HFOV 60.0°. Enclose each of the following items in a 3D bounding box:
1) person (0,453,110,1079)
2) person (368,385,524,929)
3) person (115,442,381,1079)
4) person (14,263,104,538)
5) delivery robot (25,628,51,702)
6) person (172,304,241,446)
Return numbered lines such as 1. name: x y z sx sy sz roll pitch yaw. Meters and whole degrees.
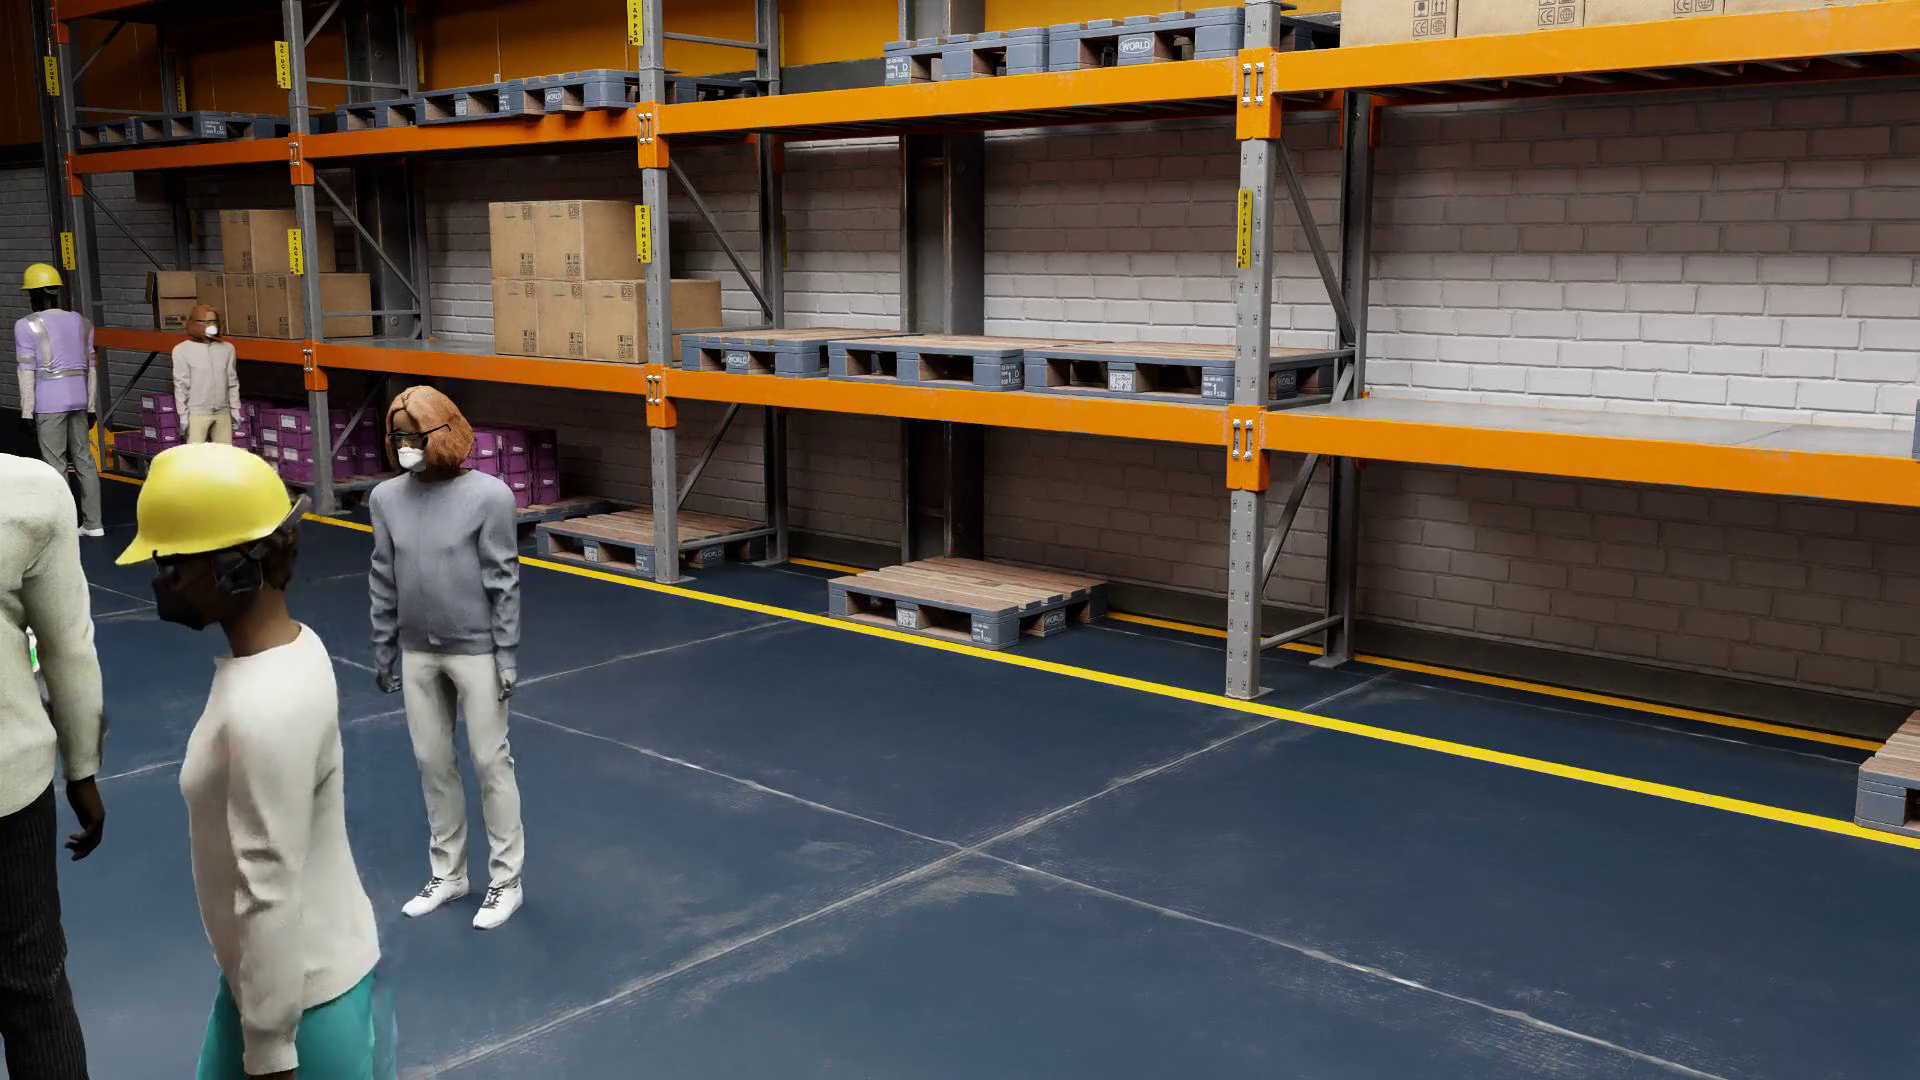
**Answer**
1. person: -1.975 0.477 3.192 0.621 1.994 0.381 -8 13 -37
2. person: -1.544 0.348 4.991 0.506 1.622 0.298 3 10 16
3. person: -1.037 0.692 2.736 0.819 1.736 0.532 -4 11 -21
4. person: -6.228 -0.936 11.472 0.402 1.919 0.588 4 11 21
5. delivery robot: -4.104 0.492 6.941 0.707 0.478 0.477 0 10 2
6. person: -5.469 -0.902 12.105 0.284 1.627 0.493 6 12 31
